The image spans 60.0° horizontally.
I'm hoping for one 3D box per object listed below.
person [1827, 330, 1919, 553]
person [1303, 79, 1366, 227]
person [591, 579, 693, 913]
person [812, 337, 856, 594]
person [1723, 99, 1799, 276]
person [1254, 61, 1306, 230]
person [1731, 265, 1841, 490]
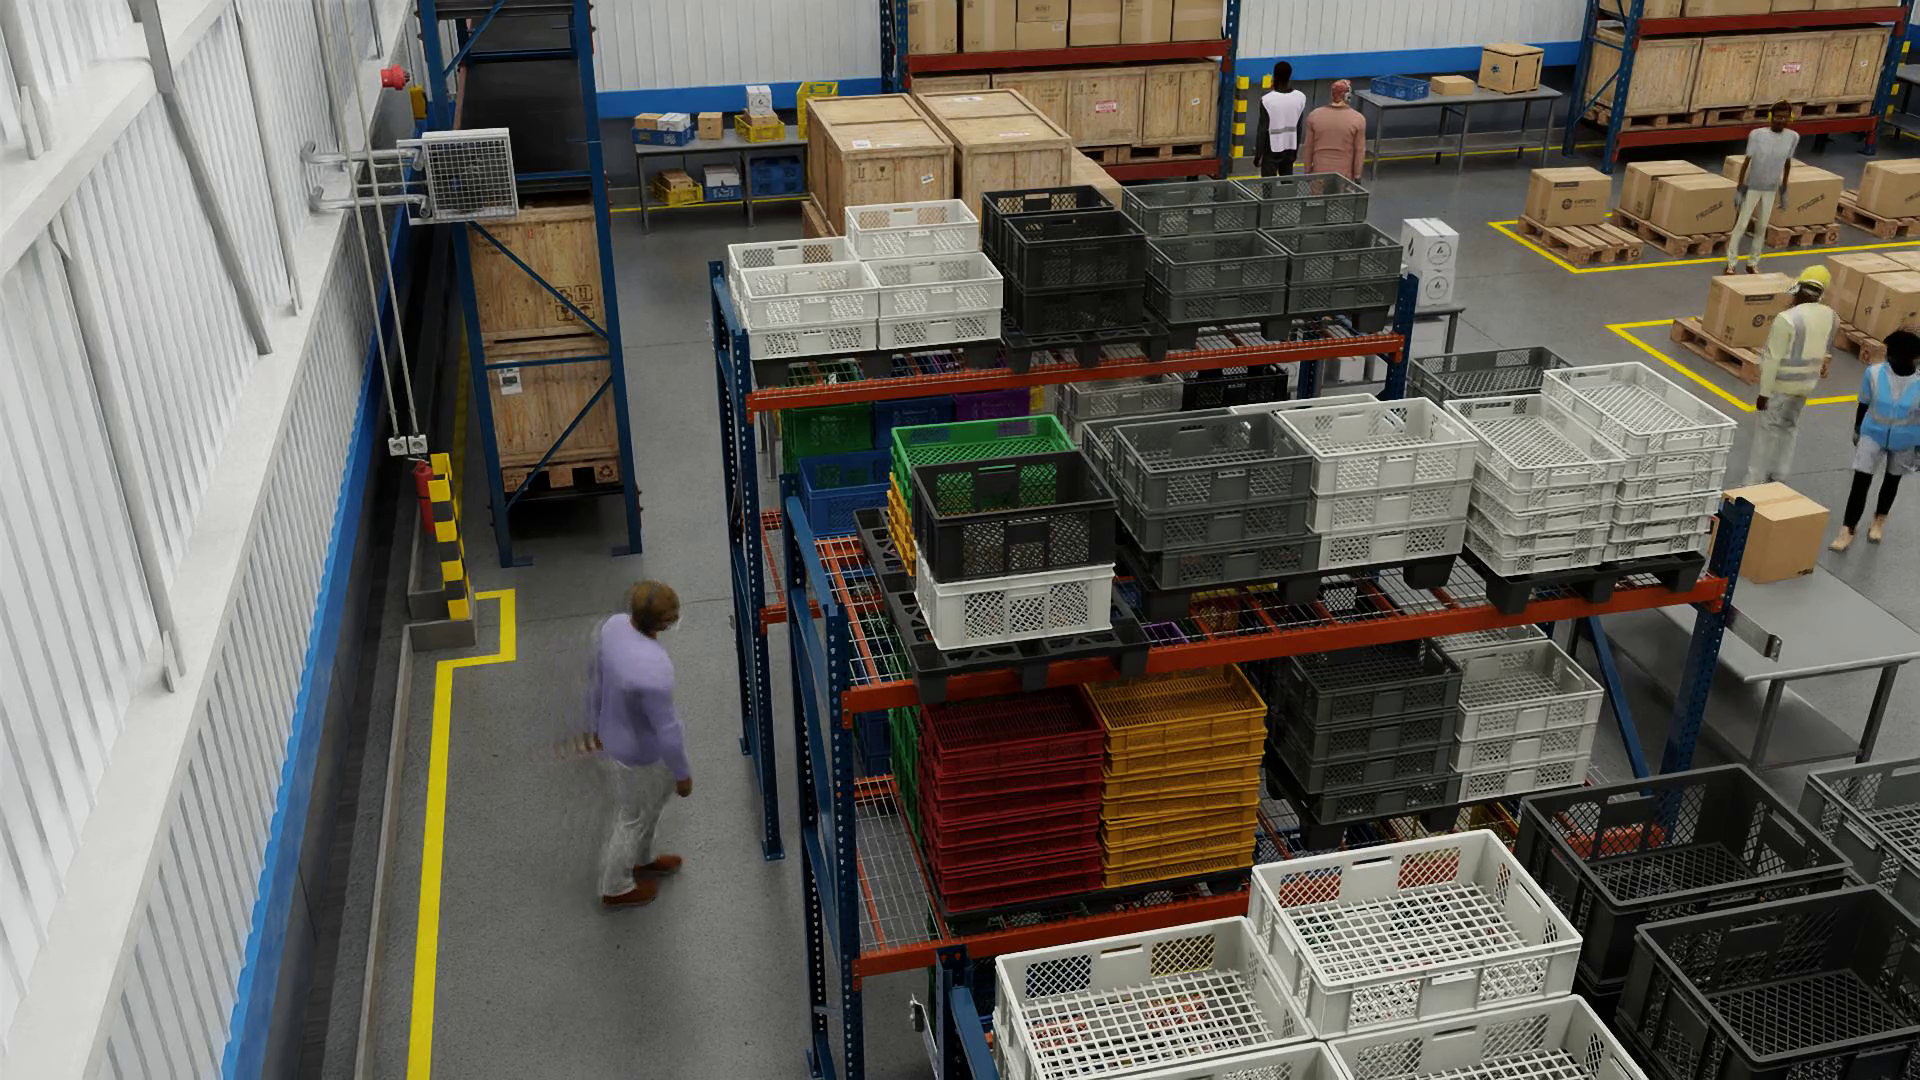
[{"bbox_3d":[6.575,-0.673,11.803,0.551,1.646,0.825,19,33,31],"label":"person"},{"bbox_3d":[3.987,-3.954,17.784,0.643,1.903,0.399,12,30,21],"label":"person"},{"bbox_3d":[-1.615,1.044,8.302,0.604,1.895,0.646,-13,30,-23],"label":"person"},{"bbox_3d":[-0.800,-0.538,11.329,0.424,1.875,0.624,13,30,23],"label":"person"},{"bbox_3d":[8.284,-3.614,17.183,0.532,1.858,0.310,3,28,5],"label":"person"},{"bbox_3d":[3.552,-4.348,18.529,0.584,1.910,0.389,-14,31,-24],"label":"person"},{"bbox_3d":[6.239,-1.182,12.656,0.752,1.791,0.407,-12,30,-21],"label":"person"}]
